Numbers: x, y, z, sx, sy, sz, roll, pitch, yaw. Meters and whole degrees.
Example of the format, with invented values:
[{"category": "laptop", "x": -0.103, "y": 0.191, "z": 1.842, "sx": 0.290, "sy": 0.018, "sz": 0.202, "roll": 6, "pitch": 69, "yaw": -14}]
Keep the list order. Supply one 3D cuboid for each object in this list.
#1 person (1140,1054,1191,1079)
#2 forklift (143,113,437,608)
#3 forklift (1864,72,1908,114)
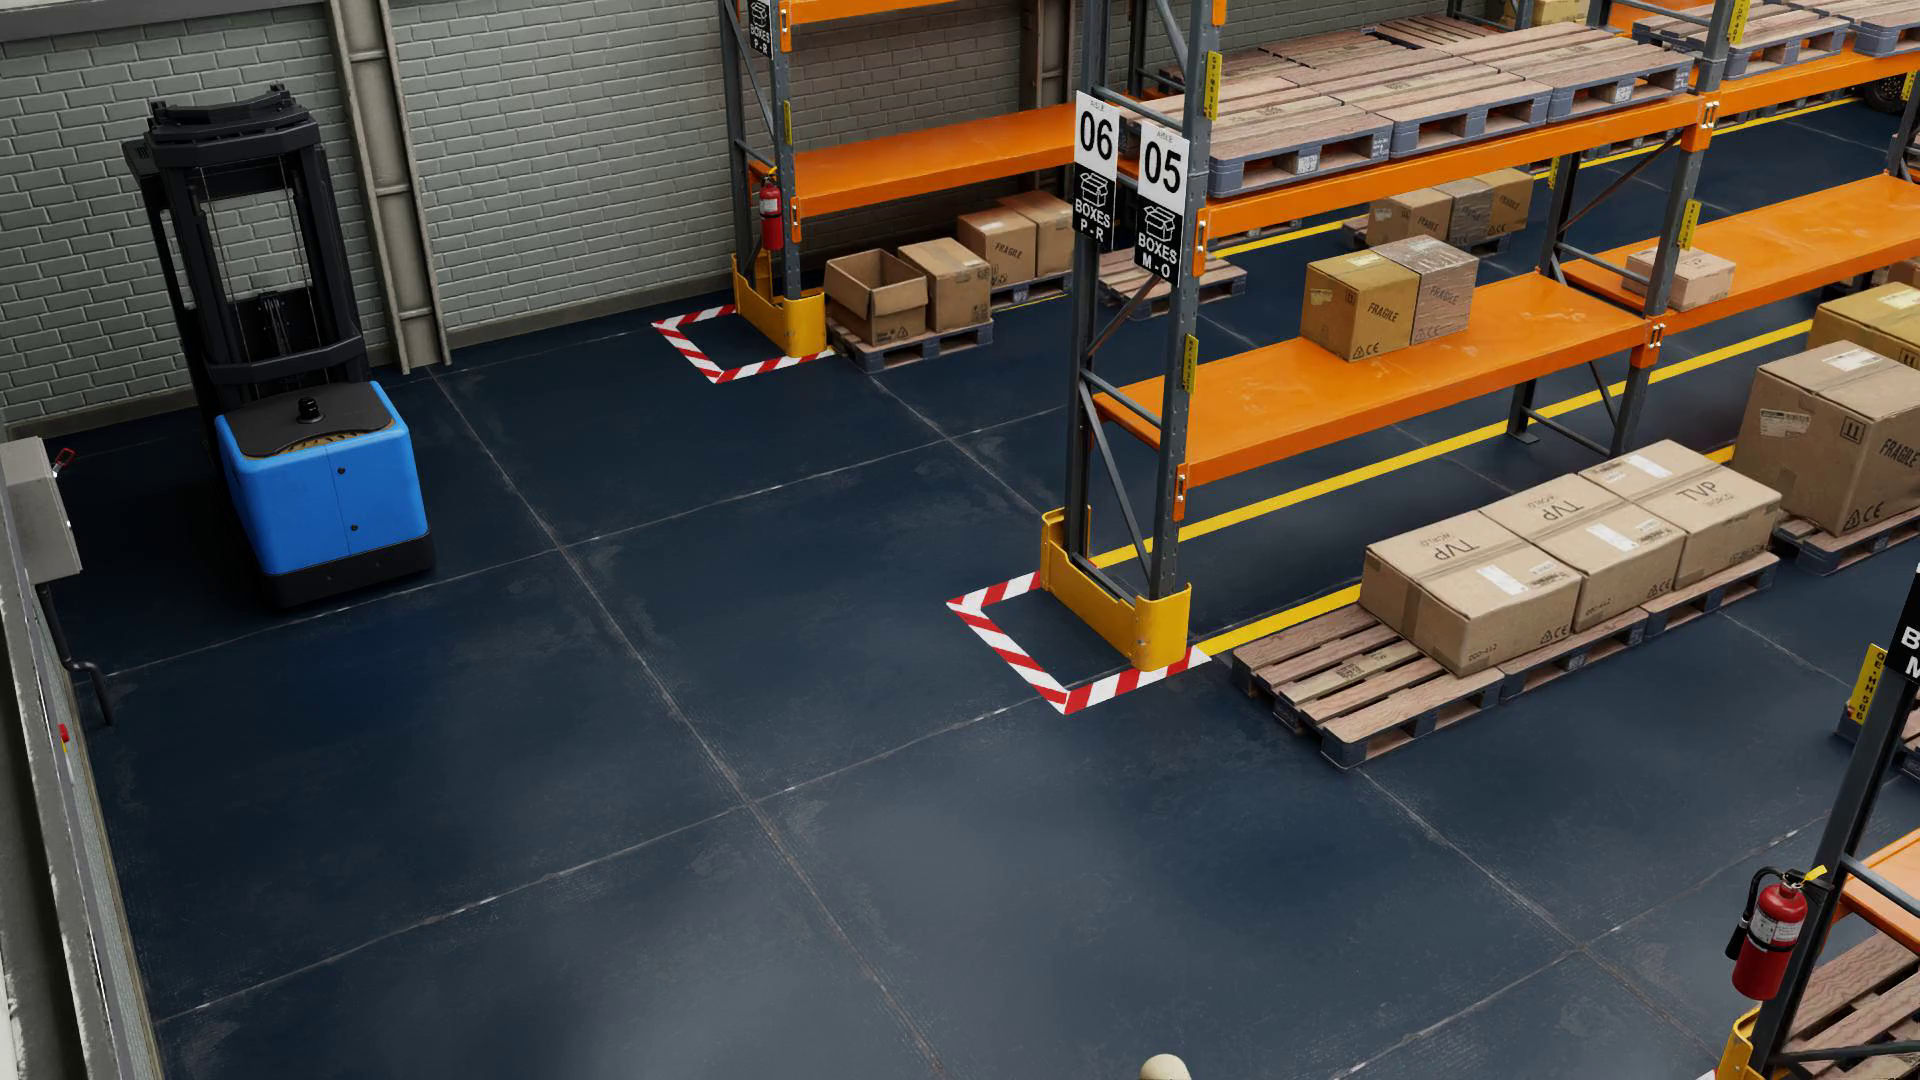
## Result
[{"category": "person", "x": 0.624, "y": 2.367, "z": 5.658, "sx": 0.596, "sy": 1.798, "sz": 0.383, "roll": -15, "pitch": 35, "yaw": -23}, {"category": "forklift", "x": -4.289, "y": -1.259, "z": 10.509, "sx": 1.129, "sy": 2.768, "sz": 1.873, "roll": -17, "pitch": 36, "yaw": -26}, {"category": "forklift", "x": 11.468, "y": -5.645, "z": 18.244, "sx": 1.214, "sy": 2.155, "sz": 2.313, "roll": -17, "pitch": 36, "yaw": -26}]
